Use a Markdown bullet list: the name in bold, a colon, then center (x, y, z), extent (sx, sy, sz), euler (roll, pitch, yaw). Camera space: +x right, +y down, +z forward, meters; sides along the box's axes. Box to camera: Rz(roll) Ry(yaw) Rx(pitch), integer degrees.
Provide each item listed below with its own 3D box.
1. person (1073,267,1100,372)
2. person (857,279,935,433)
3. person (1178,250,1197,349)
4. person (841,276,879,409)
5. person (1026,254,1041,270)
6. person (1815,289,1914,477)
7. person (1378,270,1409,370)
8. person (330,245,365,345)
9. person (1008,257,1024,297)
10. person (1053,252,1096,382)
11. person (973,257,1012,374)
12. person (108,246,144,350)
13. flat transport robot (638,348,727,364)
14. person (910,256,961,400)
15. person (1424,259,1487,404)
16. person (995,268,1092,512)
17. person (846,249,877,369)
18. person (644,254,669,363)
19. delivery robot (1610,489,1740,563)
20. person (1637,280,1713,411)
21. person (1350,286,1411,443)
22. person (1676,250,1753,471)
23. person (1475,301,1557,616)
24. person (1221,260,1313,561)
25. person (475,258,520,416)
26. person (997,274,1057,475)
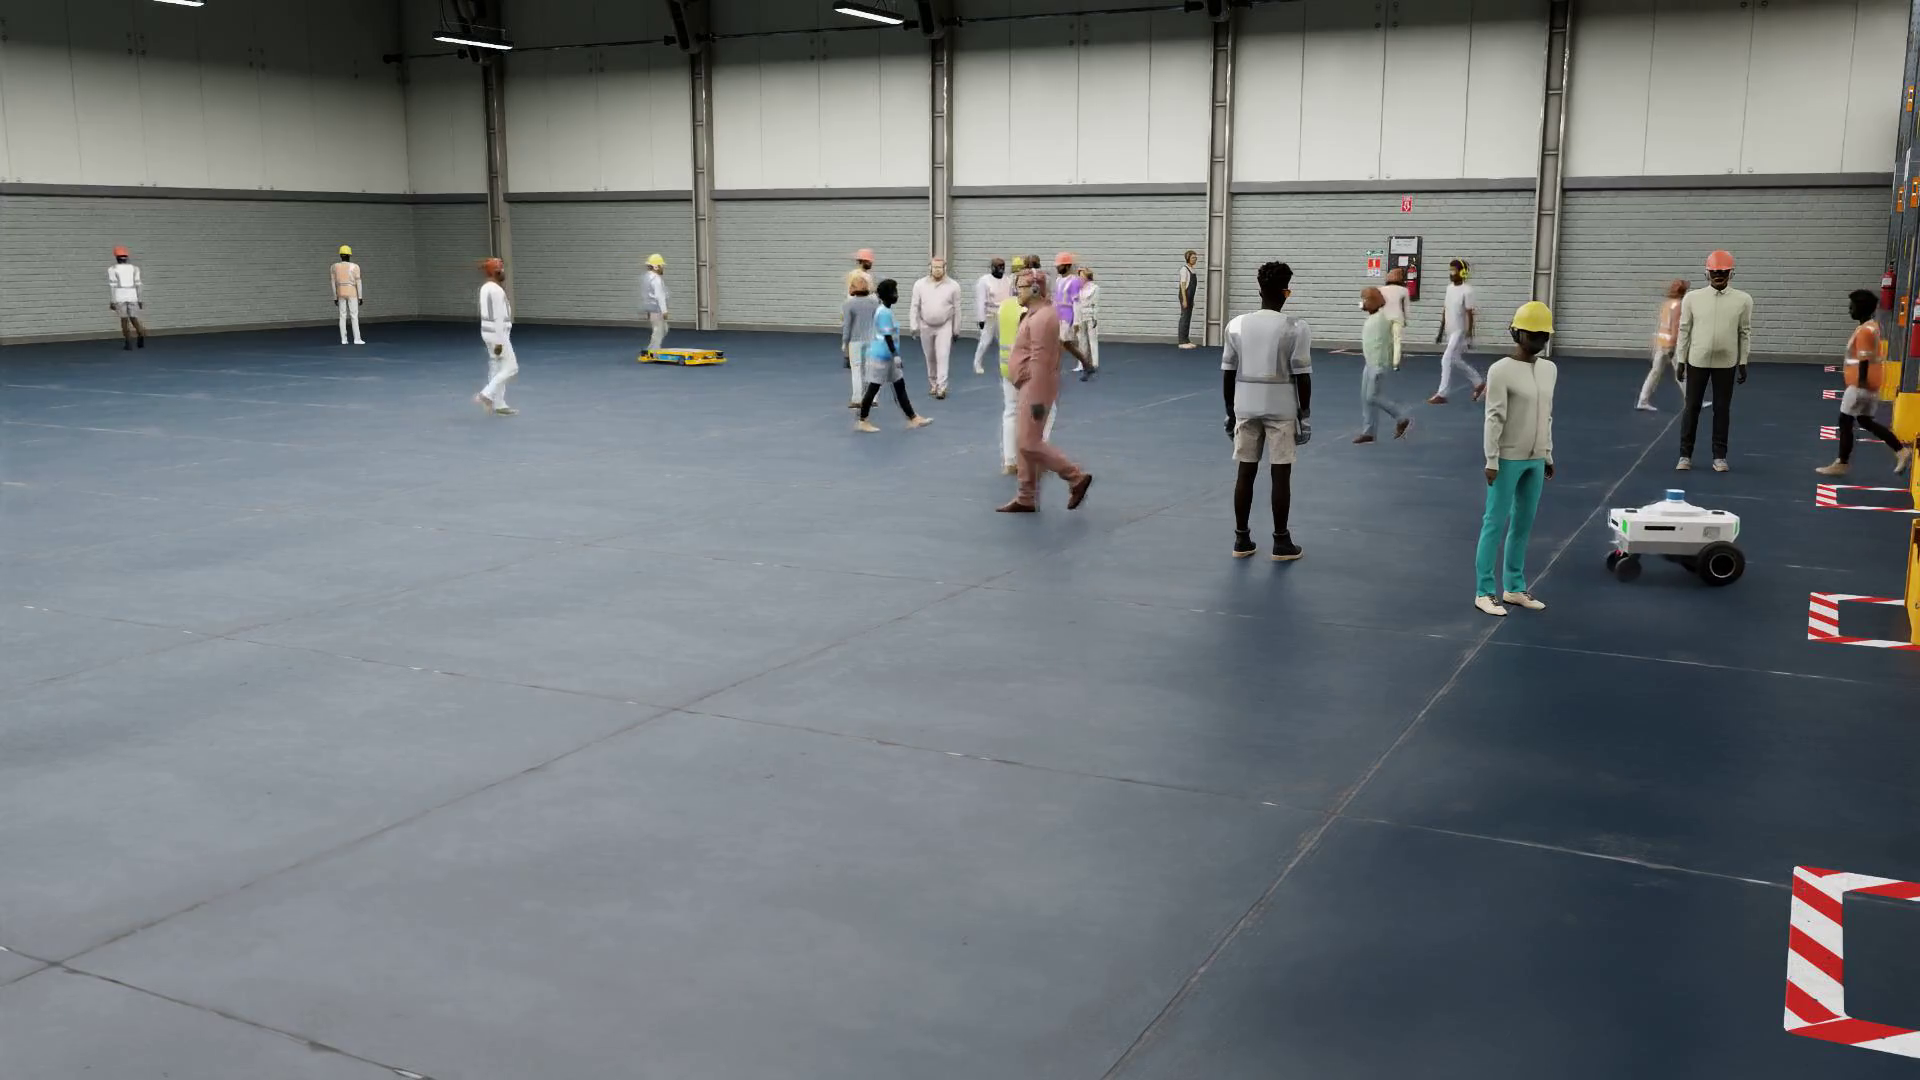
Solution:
- **person**: center (1.973, -3.431, 25.955), extent (0.311, 1.635, 0.513), euler (-10, 14, -44)
- **person**: center (-0.719, -1.962, 17.878), extent (0.864, 1.654, 0.541), euler (1, 10, 7)
- **person**: center (4.310, -4.535, 31.394), extent (0.351, 1.847, 0.507), euler (5, 12, 27)
- **person**: center (-1.219, -2.419, 20.436), extent (0.507, 1.631, 0.270), euler (-6, 12, -30)
- **person**: center (1.175, -3.945, 28.280), extent (0.861, 1.812, 0.632), euler (3, 11, 15)
- **person**: center (8.021, -1.364, 14.591), extent (0.706, 1.667, 0.561), euler (7, 12, 33)
- **person**: center (6.884, -3.498, 26.462), extent (0.518, 1.584, 0.872), euler (1, 10, 5)
- **person**: center (-11.965, -4.778, 32.498), extent (0.585, 1.927, 0.365), euler (0, 10, 1)
- **person**: center (1.047, -4.223, 29.984), extent (0.505, 1.741, 0.324), euler (-4, 11, -21)
- **person**: center (1.574, -3.214, 24.056), extent (0.933, 1.903, 0.557), euler (-4, 11, -23)
- **person**: center (0.497, -3.395, 25.317), extent (0.639, 1.808, 0.922), euler (-6, 12, -30)
- **person**: center (-15.490, -4.480, 30.874), extent (0.465, 1.925, 0.542), euler (10, 14, 42)
- **flat transport robot**: center (-4.623, -3.062, 27.657), extent (1.431, 0.197, 0.652), euler (8, 13, 36)
- **person**: center (-0.315, -2.812, 21.986), extent (0.645, 1.862, 0.997), euler (1, 10, 8)
- **person**: center (6.365, -2.650, 21.151), extent (0.894, 1.843, 0.516), euler (-2, 11, -13)
- **person**: center (0.631, -1.119, 12.662), extent (0.643, 1.892, 0.654), euler (0, 10, 1)
- **person**: center (-1.429, -3.652, 26.419), extent (0.950, 1.894, 0.555), euler (4, 11, 19)
- **person**: center (-5.032, -3.842, 27.695), extent (0.428, 1.817, 0.596), euler (-3, 11, -18)
- **delivery robot**: center (4.420, -0.070, 10.312), extent (0.707, 0.478, 0.477), euler (2, 11, 8)
- **person**: center (8.652, -2.333, 20.072), extent (0.861, 1.591, 0.524), euler (1, 10, 5)
- **person**: center (4.301, -1.777, 16.945), extent (0.511, 1.619, 0.524), euler (0, 10, -2)
- **person**: center (6.815, -1.616, 15.069), extent (0.617, 1.994, 0.381), euler (3, 11, 18)
- **person**: center (3.164, -0.455, 9.370), extent (0.533, 1.765, 0.324), euler (-6, 12, -30)
- **person**: center (2.023, -0.845, 10.942), extent (0.618, 1.964, 0.361), euler (7, 12, 32)
- **person**: center (-5.451, -2.366, 19.508), extent (0.474, 1.868, 0.580), euler (-7, 13, -35)
- **person**: center (0.619, -1.483, 14.830), extent (0.567, 1.822, 0.629), euler (-8, 13, -37)
